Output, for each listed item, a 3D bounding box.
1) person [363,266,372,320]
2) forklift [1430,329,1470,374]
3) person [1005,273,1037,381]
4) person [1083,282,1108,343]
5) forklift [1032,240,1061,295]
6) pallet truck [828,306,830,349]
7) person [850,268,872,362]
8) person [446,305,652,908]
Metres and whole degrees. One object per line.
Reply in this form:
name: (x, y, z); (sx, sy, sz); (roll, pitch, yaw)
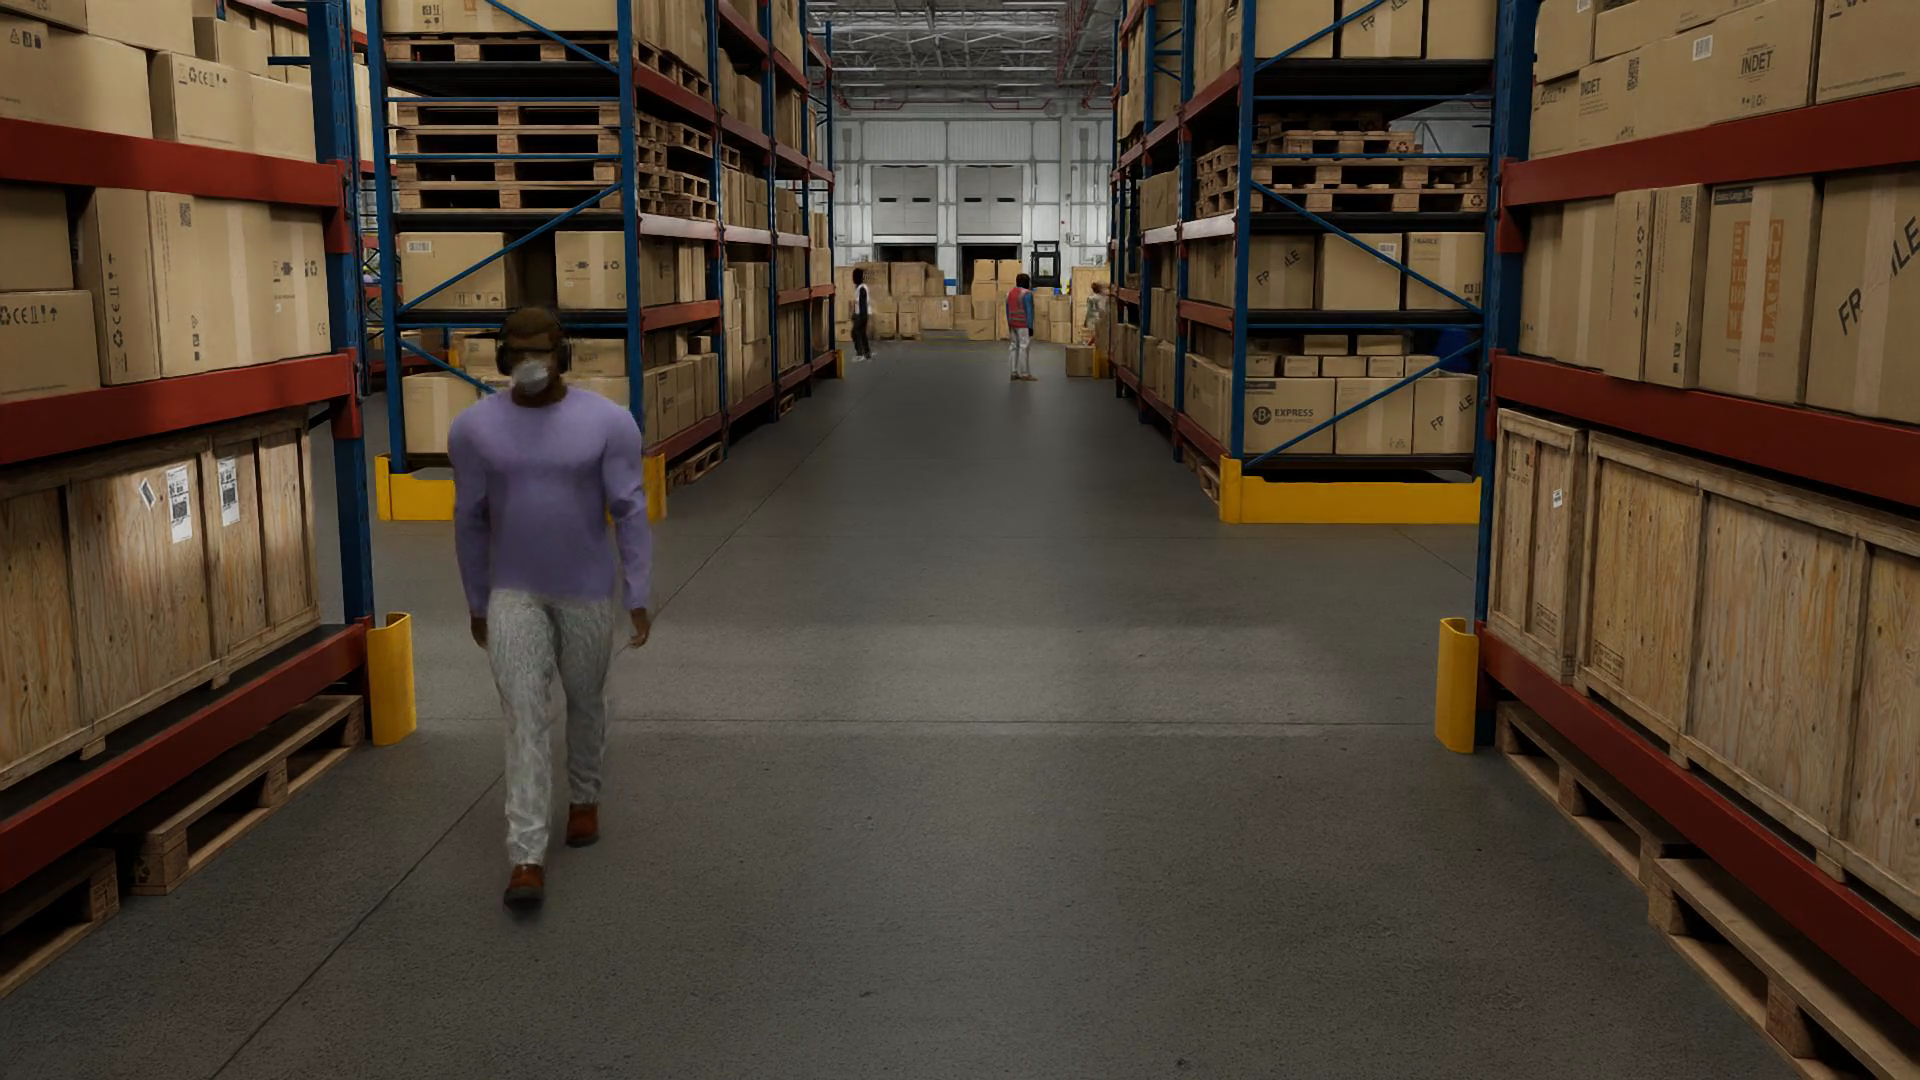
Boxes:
person: (-21.105, -8.728, 58.784); (0.590, 1.894, 0.845); (-7, 12, -36)
forklift: (7.281, -3.442, 24.177); (1.129, 2.768, 1.873); (-7, 12, -34)
person: (1.057, -3.646, 28.522); (0.430, 1.840, 0.619); (-7, 12, -36)
person: (2.742, -4.471, 34.130); (0.528, 1.605, 0.736); (-7, 12, -37)
forklift: (3.174, -9.648, 61.354); (1.129, 2.768, 1.873); (0, 9, 1)
pallet truck: (-3.100, -3.940, 29.800); (1.885, 1.965, 0.823); (3, 10, 19)
person: (-2.084, -4.589, 33.977); (0.613, 1.897, 0.604); (-1, 10, -7)
person: (-1.332, 0.183, 5.444); (0.651, 1.884, 1.029); (-1, 10, -7)
